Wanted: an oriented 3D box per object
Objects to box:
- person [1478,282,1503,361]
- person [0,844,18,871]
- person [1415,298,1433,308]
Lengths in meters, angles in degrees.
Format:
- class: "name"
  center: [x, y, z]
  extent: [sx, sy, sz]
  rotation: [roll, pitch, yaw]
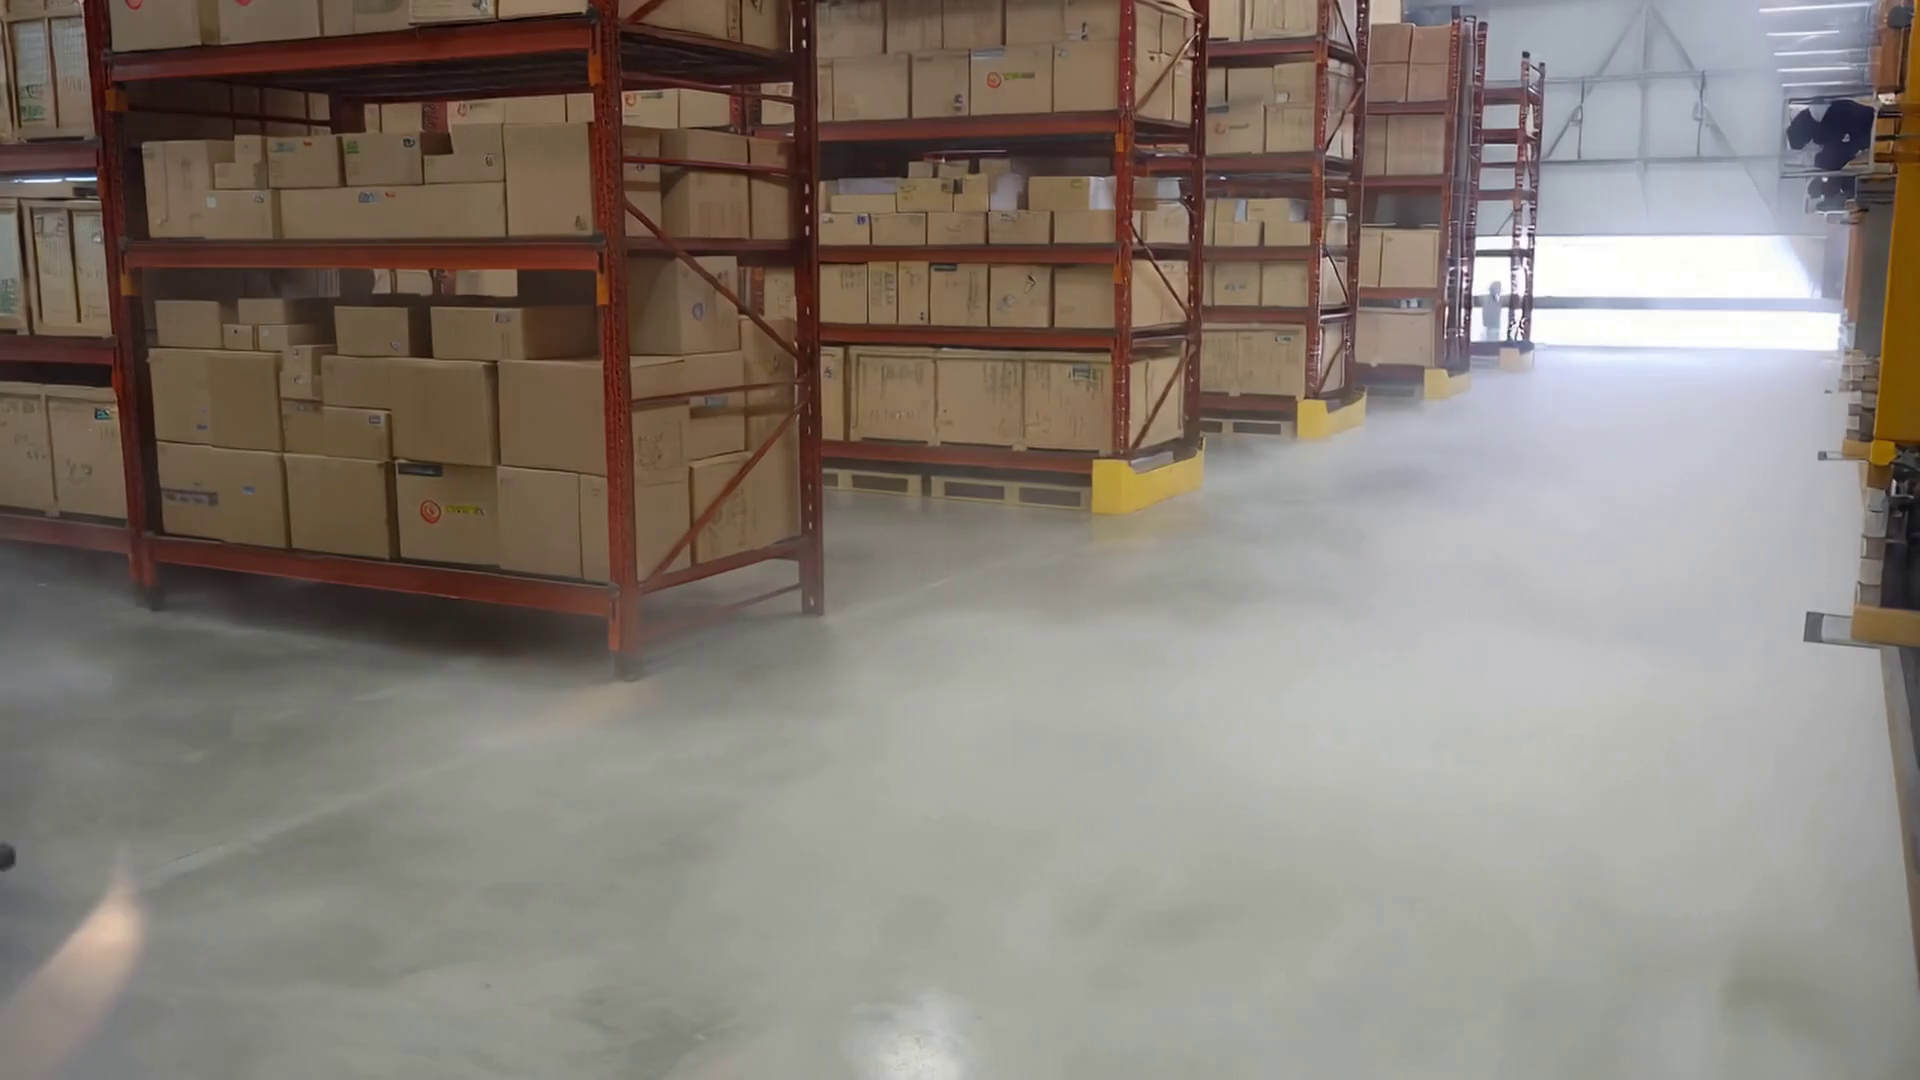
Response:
- class: "person"
  center: [11.464, -4.663, 35.610]
  extent: [0.594, 1.705, 0.869]
  rotation: [-5, 11, -28]
- class: "person"
  center: [-3.913, 0.349, 6.092]
  extent: [0.986, 1.884, 0.565]
  rotation: [6, 12, 32]
- class: "person"
  center: [10.511, -5.050, 37.849]
  extent: [0.491, 1.719, 0.734]
  rotation: [-4, 11, -24]
